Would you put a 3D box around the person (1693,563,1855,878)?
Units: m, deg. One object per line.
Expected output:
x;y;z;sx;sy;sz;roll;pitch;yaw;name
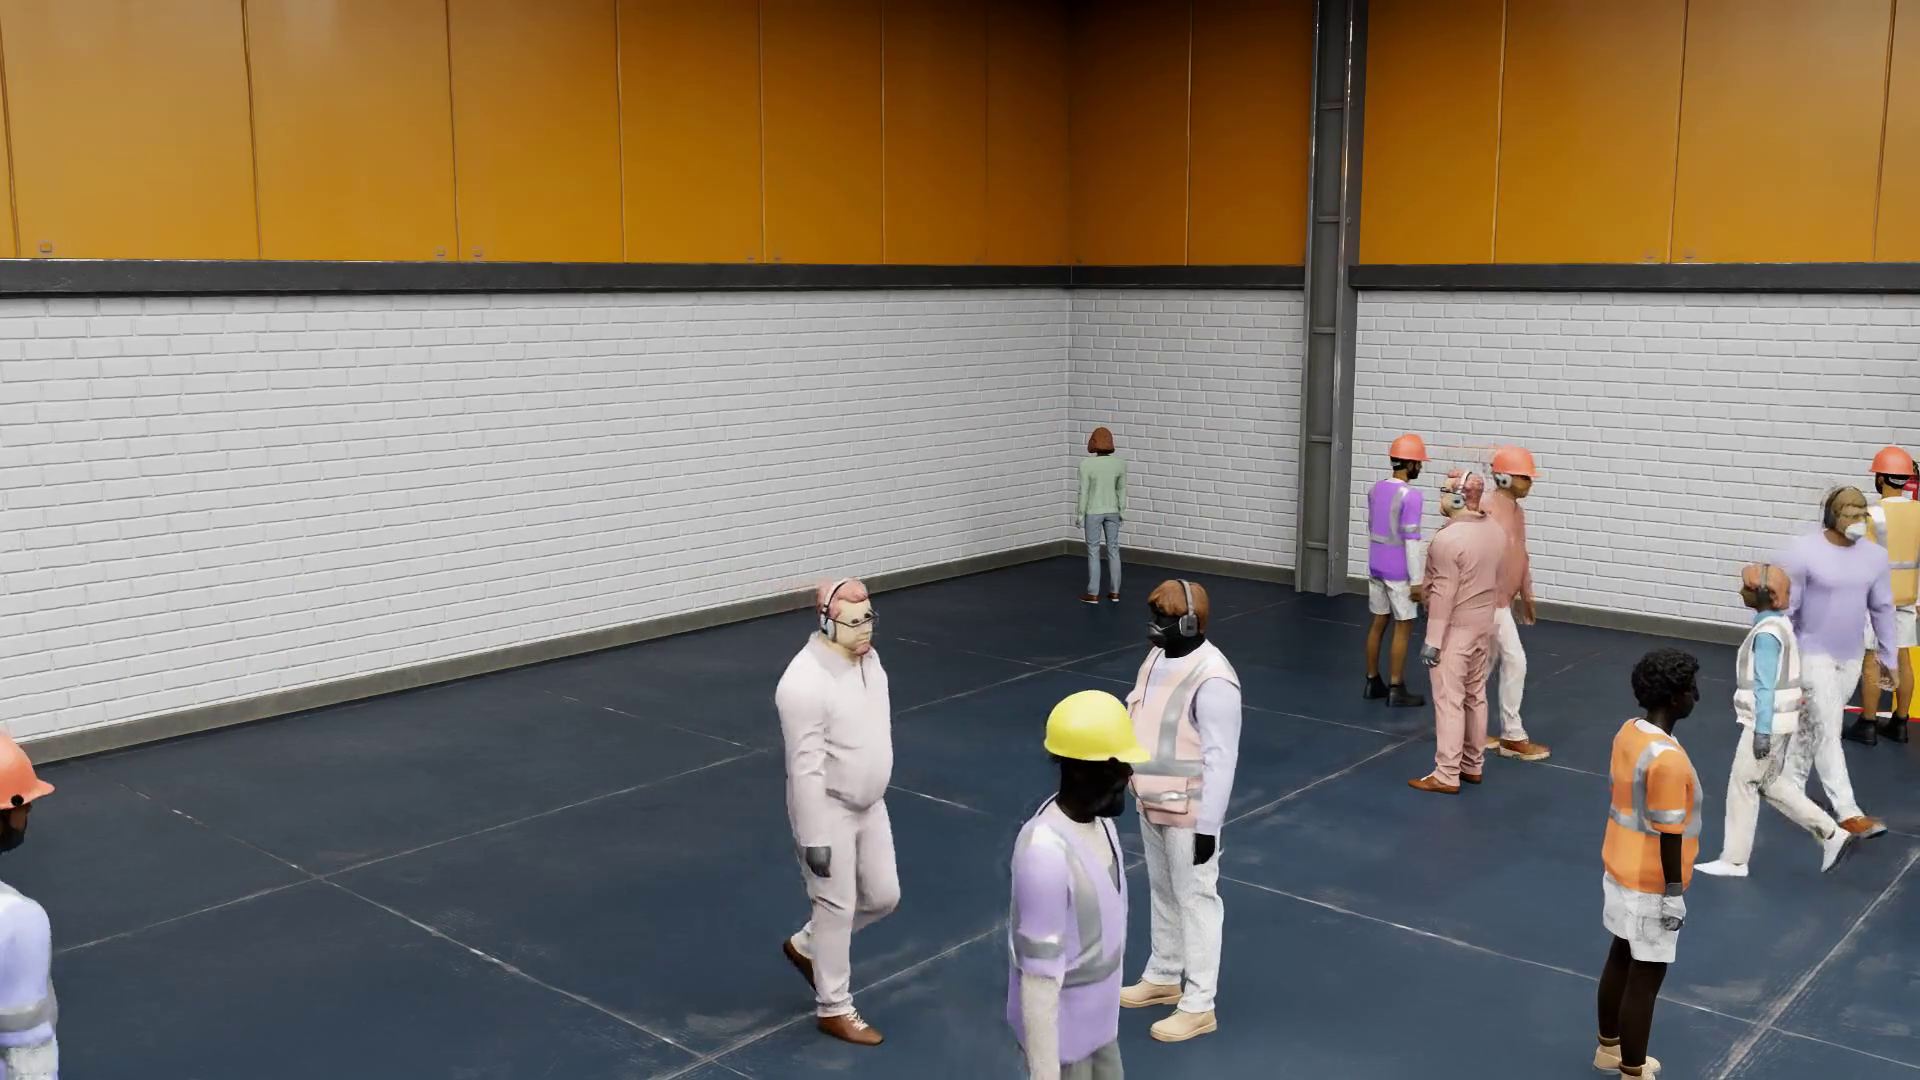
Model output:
4.086;0.922;8.266;0.636;1.621;0.526;5;10;30;person

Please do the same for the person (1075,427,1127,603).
1.308;-0.228;15.423;0.509;1.632;0.268;-4;10;-23;person

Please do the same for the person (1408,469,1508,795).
2.913;0.532;9.782;0.648;1.913;0.409;-8;12;-43;person

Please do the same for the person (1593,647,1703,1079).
2.531;1.226;6.091;0.315;1.696;0.541;1;9;5;person

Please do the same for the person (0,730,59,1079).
-2.460;1.429;4.094;0.547;1.926;0.606;4;10;22;person

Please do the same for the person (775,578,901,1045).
-0.498;1.064;6.567;0.498;1.883;0.653;5;10;26;person

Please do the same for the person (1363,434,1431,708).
3.097;0.213;11.751;0.413;1.926;0.556;-3;10;-18;person

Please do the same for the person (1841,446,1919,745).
5.969;0.362;10.762;0.547;1.938;0.377;-1;9;-8;person

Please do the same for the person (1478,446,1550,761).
3.491;0.396;10.476;0.833;1.960;0.645;6;11;35;person

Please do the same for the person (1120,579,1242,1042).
0.863;1.064;6.658;0.430;1.845;0.619;-3;9;-18;person

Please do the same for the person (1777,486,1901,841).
4.781;0.668;8.971;0.661;1.893;0.975;-2;9;-12;person

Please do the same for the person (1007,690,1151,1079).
0.238;1.345;4.724;0.706;1.908;0.591;3;9;17;person
